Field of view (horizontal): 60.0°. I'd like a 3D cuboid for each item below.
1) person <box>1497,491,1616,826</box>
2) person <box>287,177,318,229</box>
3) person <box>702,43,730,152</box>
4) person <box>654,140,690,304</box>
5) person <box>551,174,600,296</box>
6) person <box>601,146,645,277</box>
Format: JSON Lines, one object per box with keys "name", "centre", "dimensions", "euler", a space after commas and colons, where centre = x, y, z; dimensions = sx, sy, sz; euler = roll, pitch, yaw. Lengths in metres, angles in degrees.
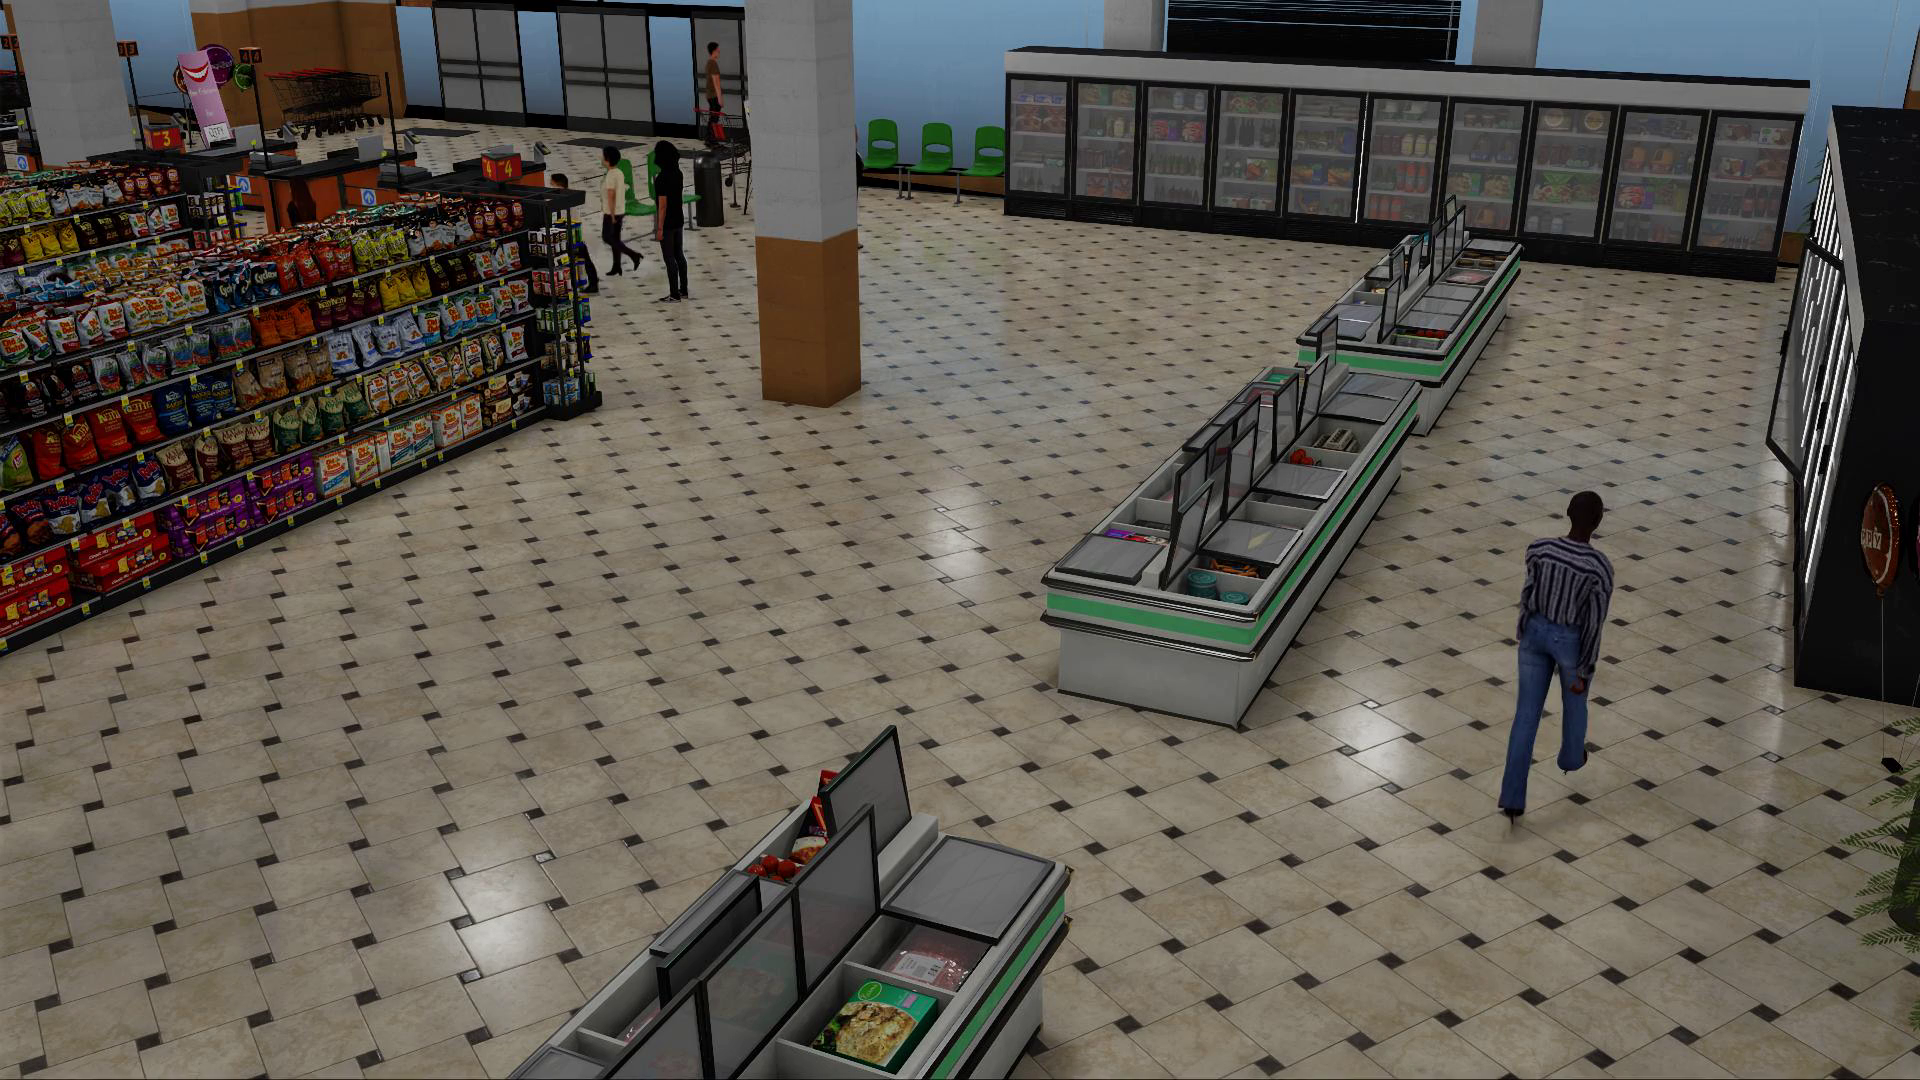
{"name": "person", "centre": [3.002, 0.641, 8.498], "dimensions": [0.841, 1.738, 1.246], "euler": [17, 27, 35]}
{"name": "person", "centre": [-7.330, -3.351, 18.830], "dimensions": [0.697, 1.442, 0.932], "euler": [13, 25, 29]}
{"name": "person", "centre": [-4.391, -7.877, 29.547], "dimensions": [0.924, 1.849, 0.854], "euler": [-5, 22, -11]}
{"name": "person", "centre": [-3.318, -3.656, 19.061], "dimensions": [0.702, 1.835, 0.460], "euler": [9, 24, 21]}
{"name": "person", "centre": [-4.419, -3.524, 19.293], "dimensions": [0.948, 1.419, 0.885], "euler": [-8, 23, -18]}
{"name": "person", "centre": [-4.134, -3.960, 20.169], "dimensions": [0.762, 1.574, 0.776], "euler": [4, 22, 10]}
